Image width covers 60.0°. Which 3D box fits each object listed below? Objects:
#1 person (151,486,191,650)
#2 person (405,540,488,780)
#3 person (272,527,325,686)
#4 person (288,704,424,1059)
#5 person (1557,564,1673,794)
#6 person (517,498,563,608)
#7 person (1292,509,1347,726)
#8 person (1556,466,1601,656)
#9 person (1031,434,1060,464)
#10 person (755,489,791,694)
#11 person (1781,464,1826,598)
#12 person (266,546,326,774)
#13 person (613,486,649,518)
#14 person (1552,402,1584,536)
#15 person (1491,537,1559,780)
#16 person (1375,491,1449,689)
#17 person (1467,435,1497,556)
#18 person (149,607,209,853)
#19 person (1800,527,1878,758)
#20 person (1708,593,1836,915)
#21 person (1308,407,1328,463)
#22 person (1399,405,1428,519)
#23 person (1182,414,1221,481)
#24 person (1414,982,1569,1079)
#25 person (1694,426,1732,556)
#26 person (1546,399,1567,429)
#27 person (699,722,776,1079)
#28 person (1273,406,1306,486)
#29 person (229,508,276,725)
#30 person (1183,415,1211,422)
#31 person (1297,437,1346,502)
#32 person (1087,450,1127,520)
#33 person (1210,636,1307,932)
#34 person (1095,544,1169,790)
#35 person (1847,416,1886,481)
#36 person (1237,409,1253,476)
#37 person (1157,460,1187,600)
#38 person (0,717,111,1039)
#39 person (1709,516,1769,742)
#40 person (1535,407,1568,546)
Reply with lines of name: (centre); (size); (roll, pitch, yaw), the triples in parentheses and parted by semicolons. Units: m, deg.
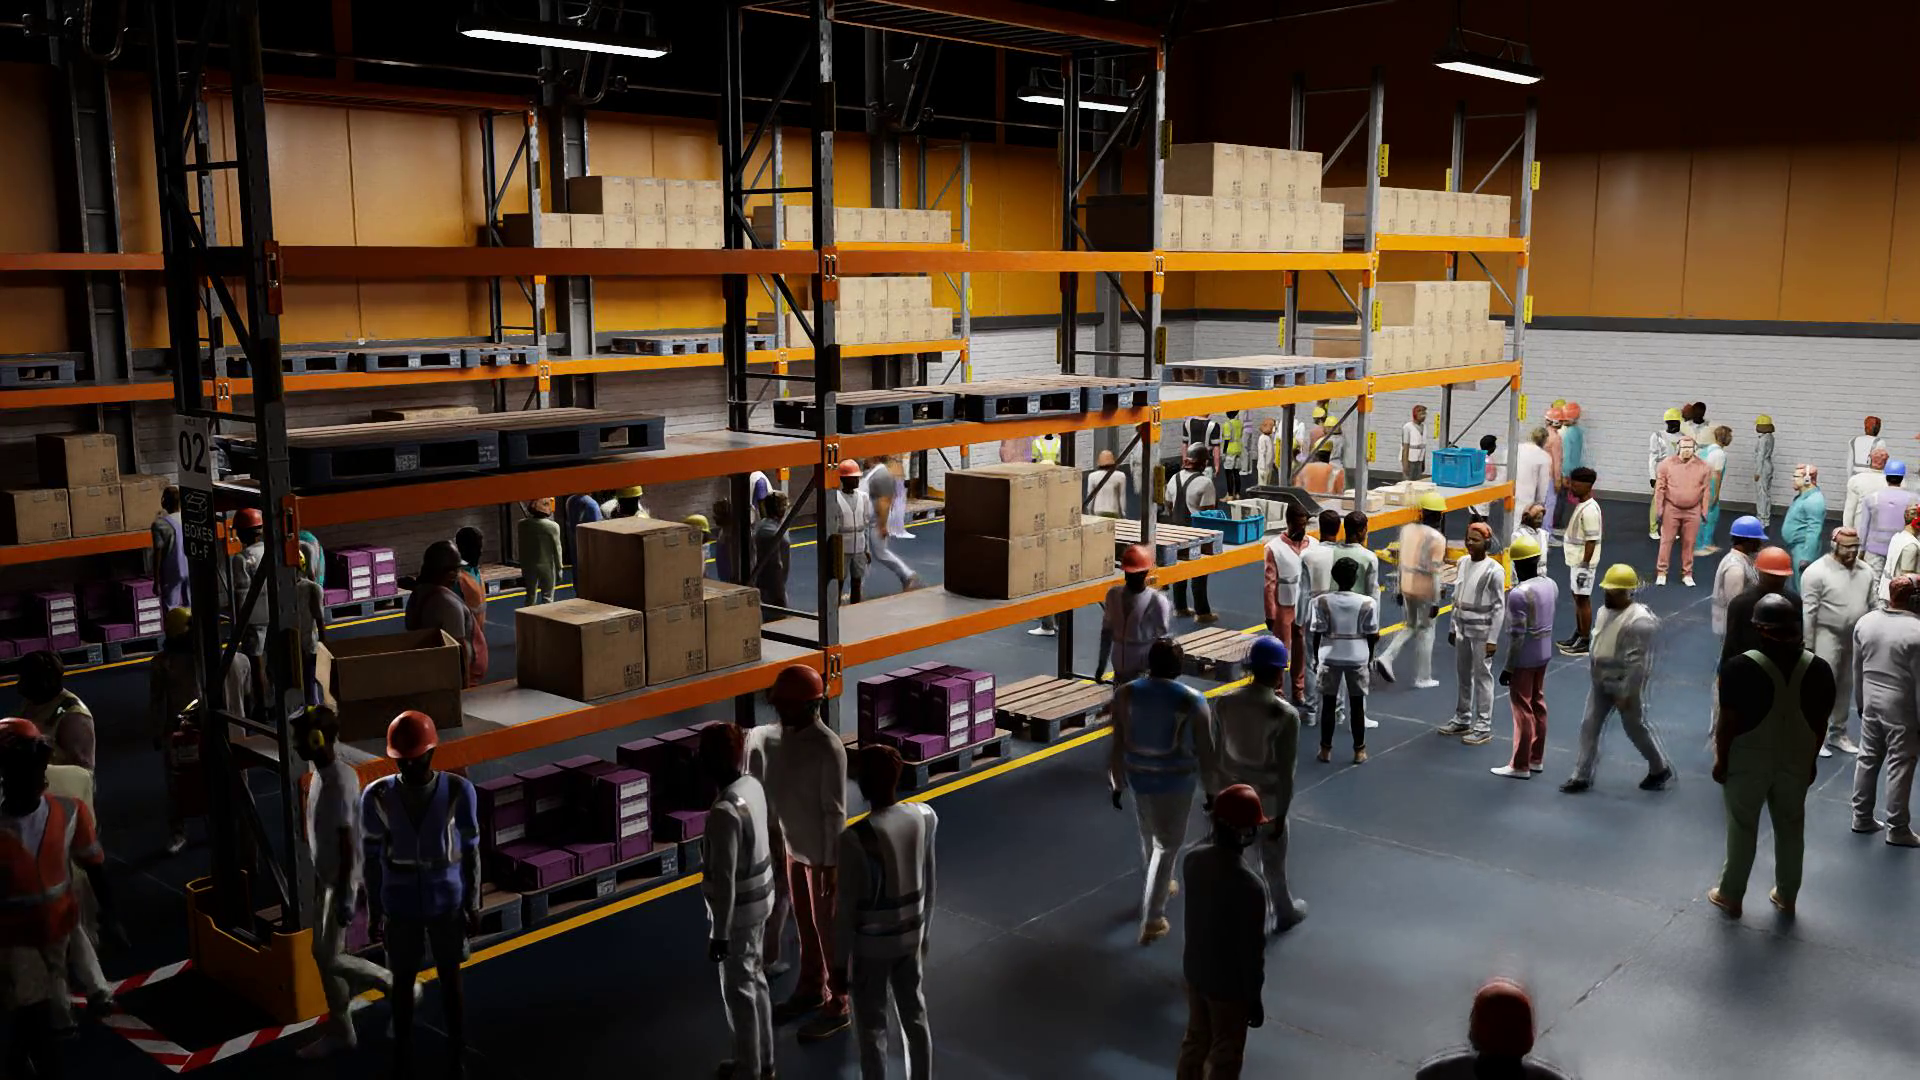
person: (-7.828, 0.374, 16.674); (0.339, 1.834, 0.523); (8, 12, 38)
person: (-3.764, 0.998, 12.327); (0.536, 2.000, 0.687); (-9, 13, -43)
person: (-6.236, 0.544, 15.705); (0.568, 1.822, 0.674); (9, 13, 43)
person: (-3.135, 1.737, 8.516); (0.540, 1.839, 0.544); (-7, 12, -35)
person: (5.065, 1.061, 12.687); (0.879, 1.804, 0.596); (-3, 10, -17)
person: (-4.453, 0.313, 17.666); (0.505, 1.623, 0.285); (3, 10, 16)
person: (3.226, 0.687, 14.593); (0.603, 1.904, 0.386); (-2, 10, -14)
person: (6.431, 0.215, 17.226); (0.361, 1.963, 0.613); (2, 10, 14)
person: (1.341, -1.001, 25.282); (0.539, 1.695, 0.319); (0, 10, -2)
person: (-1.744, 0.482, 15.709); (0.371, 1.941, 0.627); (-2, 10, -11)
person: (9.052, 0.129, 17.912); (0.399, 1.909, 0.642); (3, 10, 18)
person: (-5.275, 0.940, 13.188); (0.510, 1.871, 0.328); (2, 10, 10)
person: (-3.243, 0.342, 16.627); (0.400, 1.918, 0.583); (-2, 10, -13)
person: (9.032, -1.062, 24.769); (0.402, 1.990, 0.622); (4, 10, 21)
person: (4.448, 0.928, 13.112); (0.586, 1.917, 0.380); (-9, 13, -42)
person: (4.325, 0.485, 15.782); (0.614, 1.907, 0.612); (-5, 11, -27)
person: (7.250, -0.623, 23.075); (0.322, 1.690, 0.547); (-1, 10, -6)
person: (-5.278, 1.295, 11.484); (0.560, 1.727, 0.354); (-6, 11, -31)
person: (7.273, 0.830, 13.754); (0.658, 1.903, 0.440); (-3, 10, -15)
person: (5.010, 1.324, 10.381); (0.683, 2.000, 0.538); (0, 10, 2)
person: (5.738, -1.242, 26.544); (0.543, 1.756, 0.361); (-7, 12, -35)
person: (7.127, -1.217, 26.184); (0.563, 1.833, 0.410); (-8, 12, -38)
person: (3.701, -1.188, 25.434); (0.612, 2.029, 0.407); (5, 11, 29)
person: (1.813, 2.287, 5.643); (0.569, 1.704, 0.915); (2, 10, 11)
person: (10.430, -0.672, 23.010); (0.615, 1.814, 0.544); (1, 10, 4)
person: (10.111, -1.519, 28.210); (0.530, 1.760, 0.338); (-8, 12, -38)
person: (-1.080, 1.797, 8.062); (0.359, 1.878, 0.581); (1, 10, 7)
person: (5.189, -1.255, 26.267); (0.352, 1.880, 0.576); (-8, 13, -41)
person: (-6.189, 0.667, 14.647); (0.386, 1.929, 0.543); (4, 10, 21)
person: (3.928, -1.510, 27.292); (0.379, 2.045, 0.605); (-6, 11, -34)
person: (4.497, -0.329, 20.662); (0.597, 1.906, 0.662); (6, 11, 33)
person: (1.908, -0.367, 21.686); (0.529, 1.620, 0.372); (1, 10, 8)
person: (1.717, 1.508, 9.796); (0.619, 1.887, 1.034); (8, 12, 39)
person: (1.406, 0.949, 13.044); (0.553, 1.908, 0.893); (8, 12, 40)
person: (12.890, -0.820, 23.643); (0.353, 1.886, 0.573); (-5, 11, -26)
person: (5.432, -2.044, 31.720); (0.316, 1.629, 0.509); (5, 11, 26)
person: (2.538, -0.117, 20.018); (0.552, 1.695, 0.319); (-4, 10, -24)
person: (-4.768, 1.762, 8.675); (0.457, 1.727, 0.588); (6, 11, 30)
person: (6.550, 0.755, 14.051); (0.388, 1.947, 0.612); (4, 10, 23)
person: (8.474, -0.913, 23.875); (0.395, 1.994, 0.612); (-1, 10, -7)
